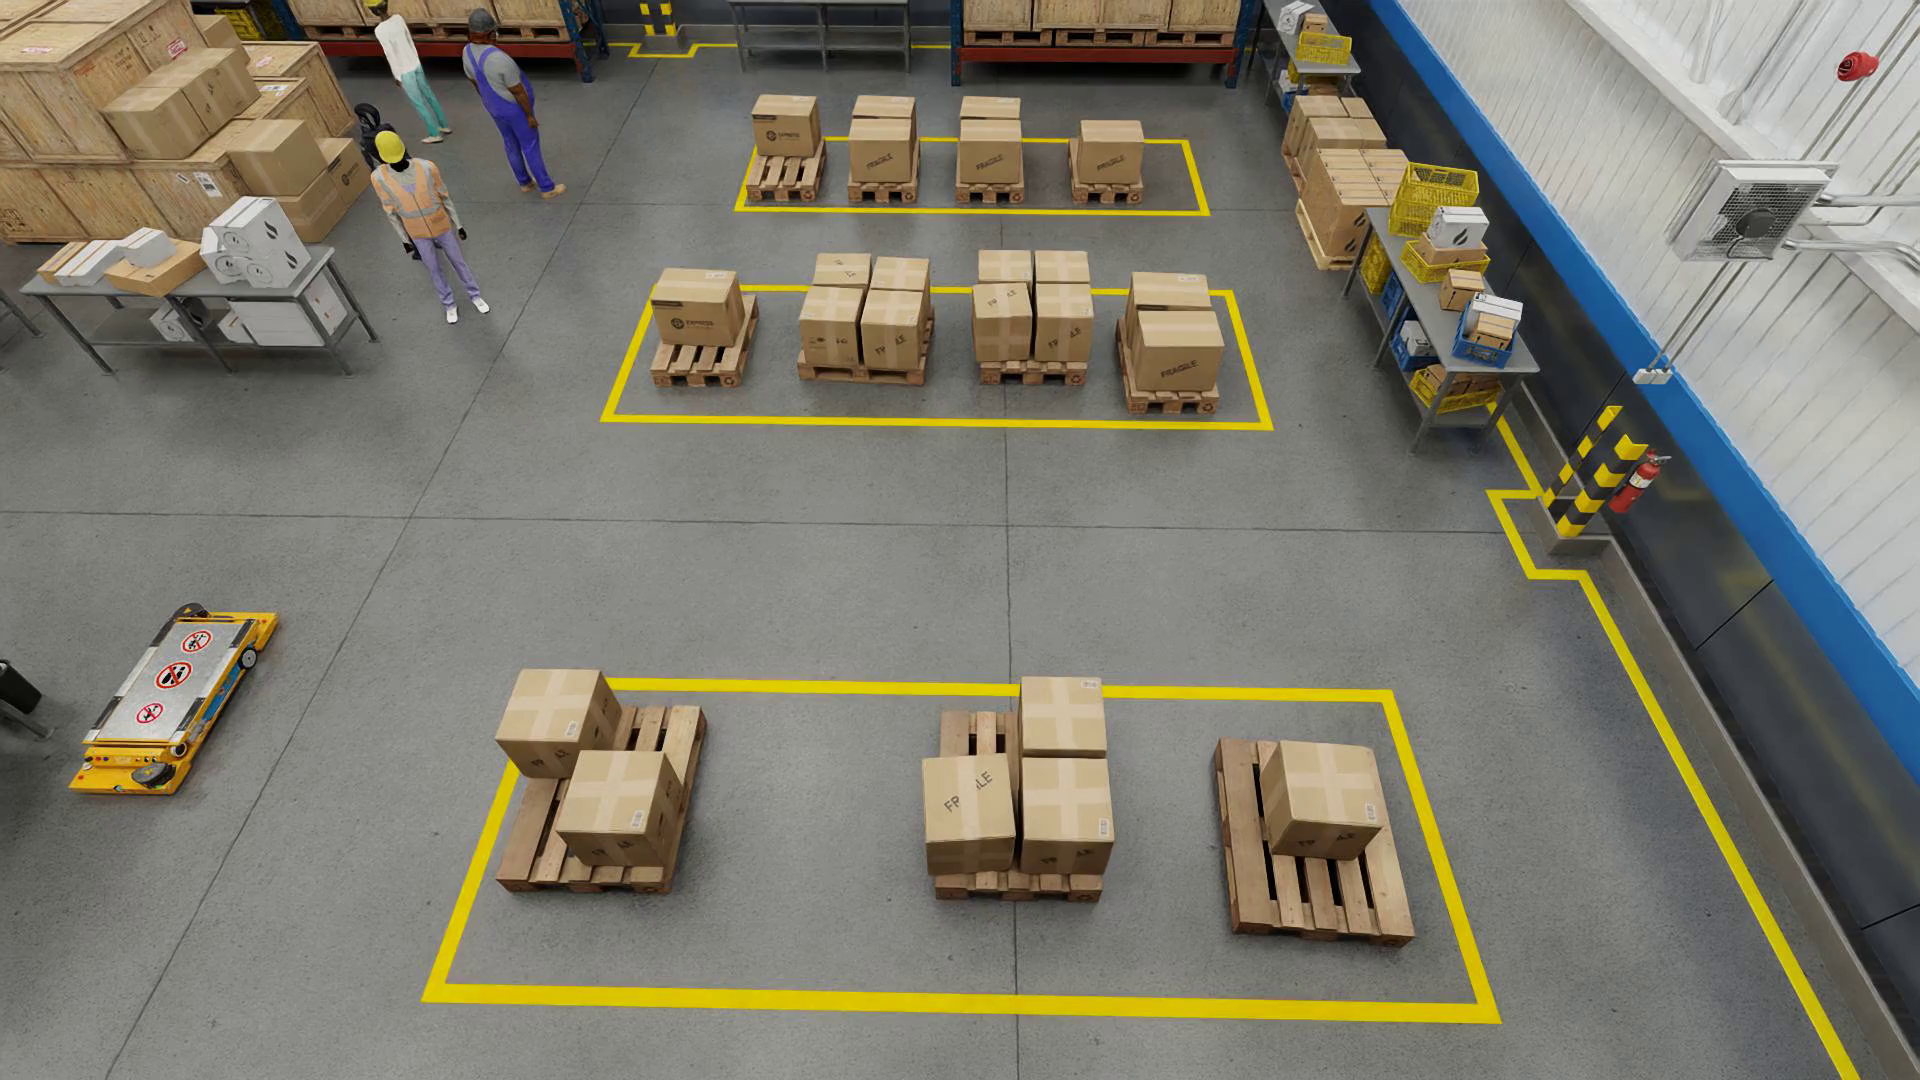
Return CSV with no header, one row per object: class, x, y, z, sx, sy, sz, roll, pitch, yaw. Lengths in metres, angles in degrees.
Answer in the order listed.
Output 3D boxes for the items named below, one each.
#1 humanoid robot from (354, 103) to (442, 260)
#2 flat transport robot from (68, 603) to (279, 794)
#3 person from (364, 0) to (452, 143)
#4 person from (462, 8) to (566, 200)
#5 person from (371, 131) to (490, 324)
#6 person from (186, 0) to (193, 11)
humanoid robot,-5.879,-3.731,9.598,0.320,1.651,0.567,9,50,7
flat transport robot,-5.504,1.072,6.442,0.652,0.197,1.431,1,50,1
person,-6.844,-5.825,11.314,0.324,1.766,0.532,7,50,6
person,-5.053,-4.909,10.361,0.686,2.000,0.536,21,53,17
person,-5.105,-2.999,8.825,0.585,1.916,0.377,-25,54,-19
person,-10.327,-6.843,12.043,0.430,1.977,0.600,14,51,11
